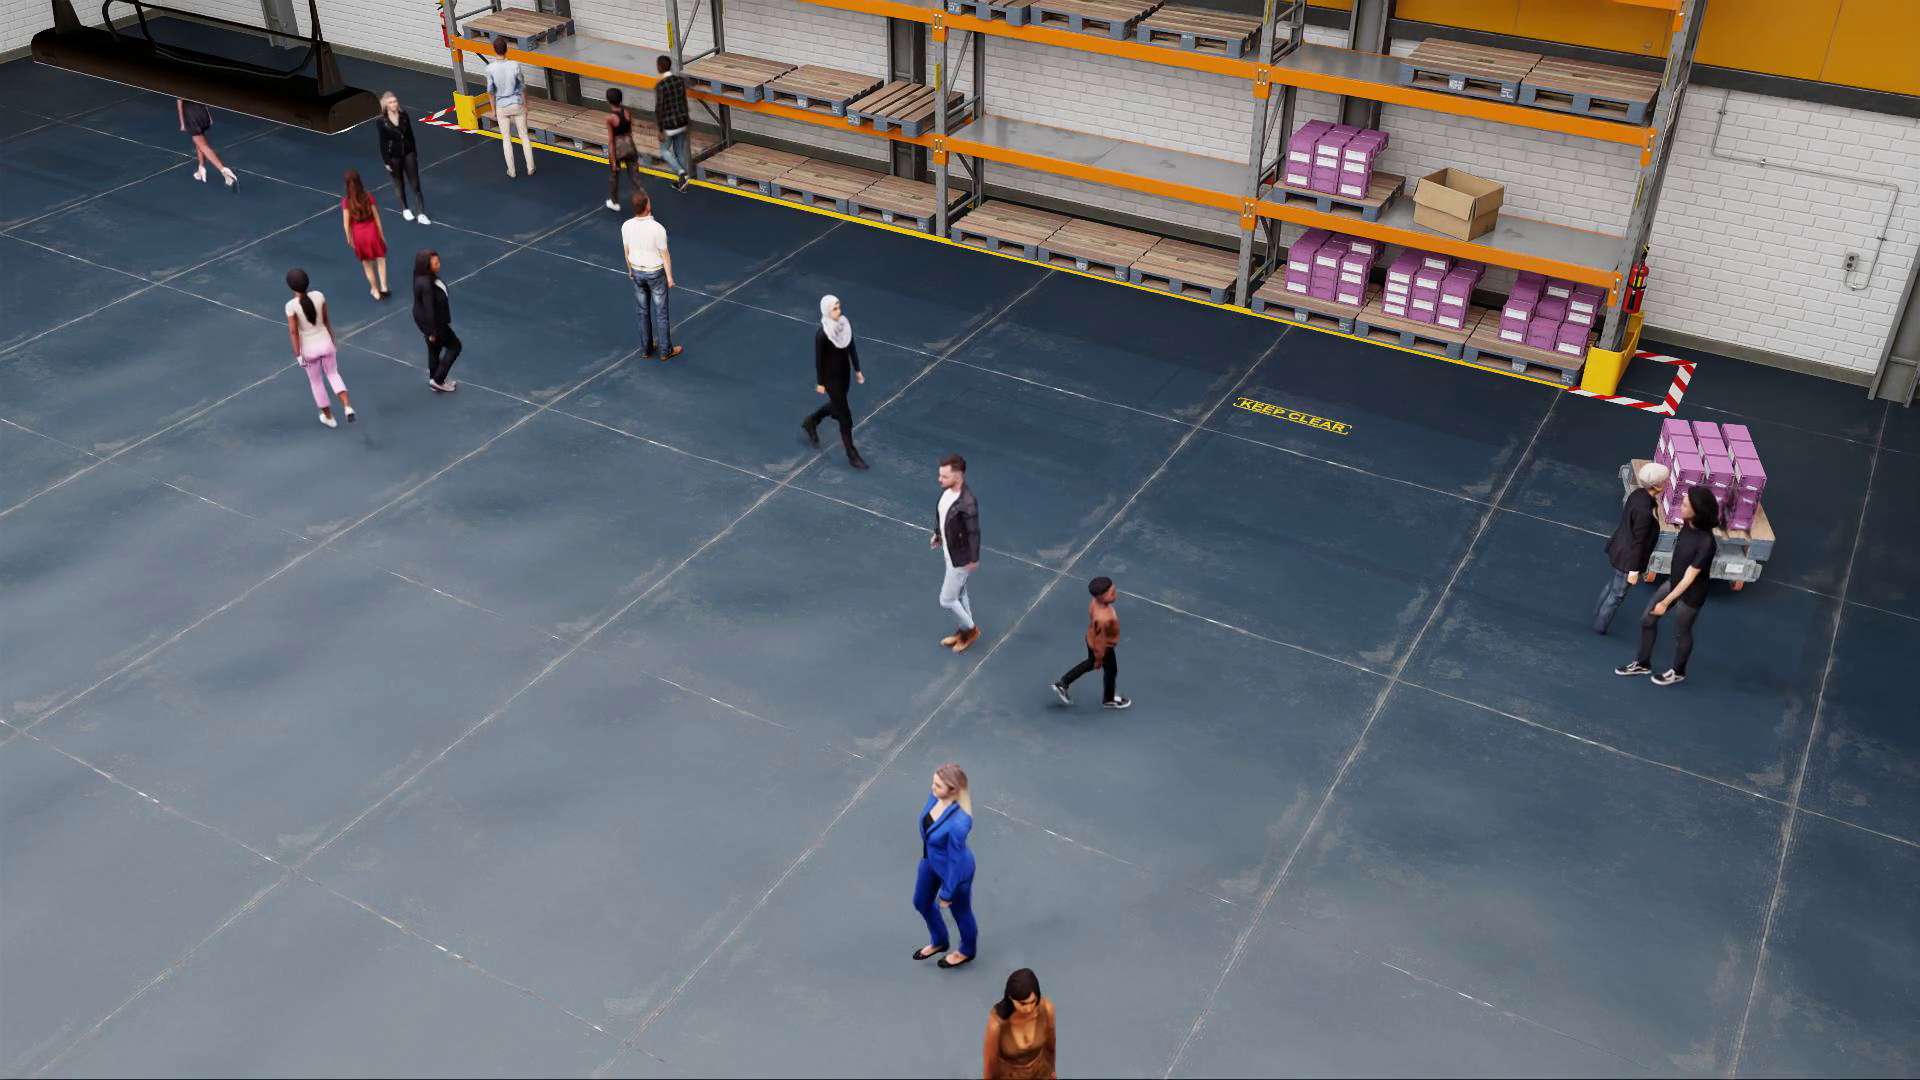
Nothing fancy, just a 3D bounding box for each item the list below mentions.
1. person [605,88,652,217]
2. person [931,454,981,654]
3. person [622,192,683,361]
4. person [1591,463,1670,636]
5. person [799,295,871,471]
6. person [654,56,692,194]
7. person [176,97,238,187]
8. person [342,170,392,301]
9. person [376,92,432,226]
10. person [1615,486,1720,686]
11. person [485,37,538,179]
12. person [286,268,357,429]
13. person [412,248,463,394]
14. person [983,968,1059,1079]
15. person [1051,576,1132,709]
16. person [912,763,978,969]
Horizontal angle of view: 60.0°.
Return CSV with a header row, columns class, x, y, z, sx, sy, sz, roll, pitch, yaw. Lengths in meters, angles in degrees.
class,x,y,z,sx,sy,sz,roll,pitch,yaw
person,-4.142,-4.782,20.797,0.859,1.652,1.213,-24,41,-32
person,0.072,0.087,13.319,0.807,1.822,0.741,-10,35,-15
person,-3.305,-2.799,17.631,0.578,1.856,0.764,11,35,15
person,5.473,0.161,13.647,0.643,1.777,0.762,12,35,17
person,-1.241,-1.538,15.833,1.168,1.745,0.702,22,39,29
person,-3.643,-5.313,21.461,0.823,1.803,0.896,-28,43,-35
person,-9.890,-5.429,21.678,1.081,1.755,0.606,15,36,21
person,-6.729,-3.434,18.866,0.705,1.546,0.764,-13,36,-19
person,-7.044,-4.797,20.810,0.869,1.663,1.005,-17,37,-24
person,5.701,0.384,12.881,0.912,1.813,0.830,-1,34,-2
person,-5.970,-5.731,22.051,0.728,1.847,0.785,-9,35,-13
person,-6.258,-1.838,16.299,0.715,1.729,0.877,-28,43,-35
person,-5.454,-2.195,16.953,0.840,1.600,0.746,-17,37,-24
person,0.297,2.904,9.211,0.781,1.679,0.864,-14,36,-20
person,1.014,0.797,12.778,0.923,1.239,0.802,-3,34,-5
person,0.020,2.048,10.489,0.839,1.690,0.762,-13,36,-18
